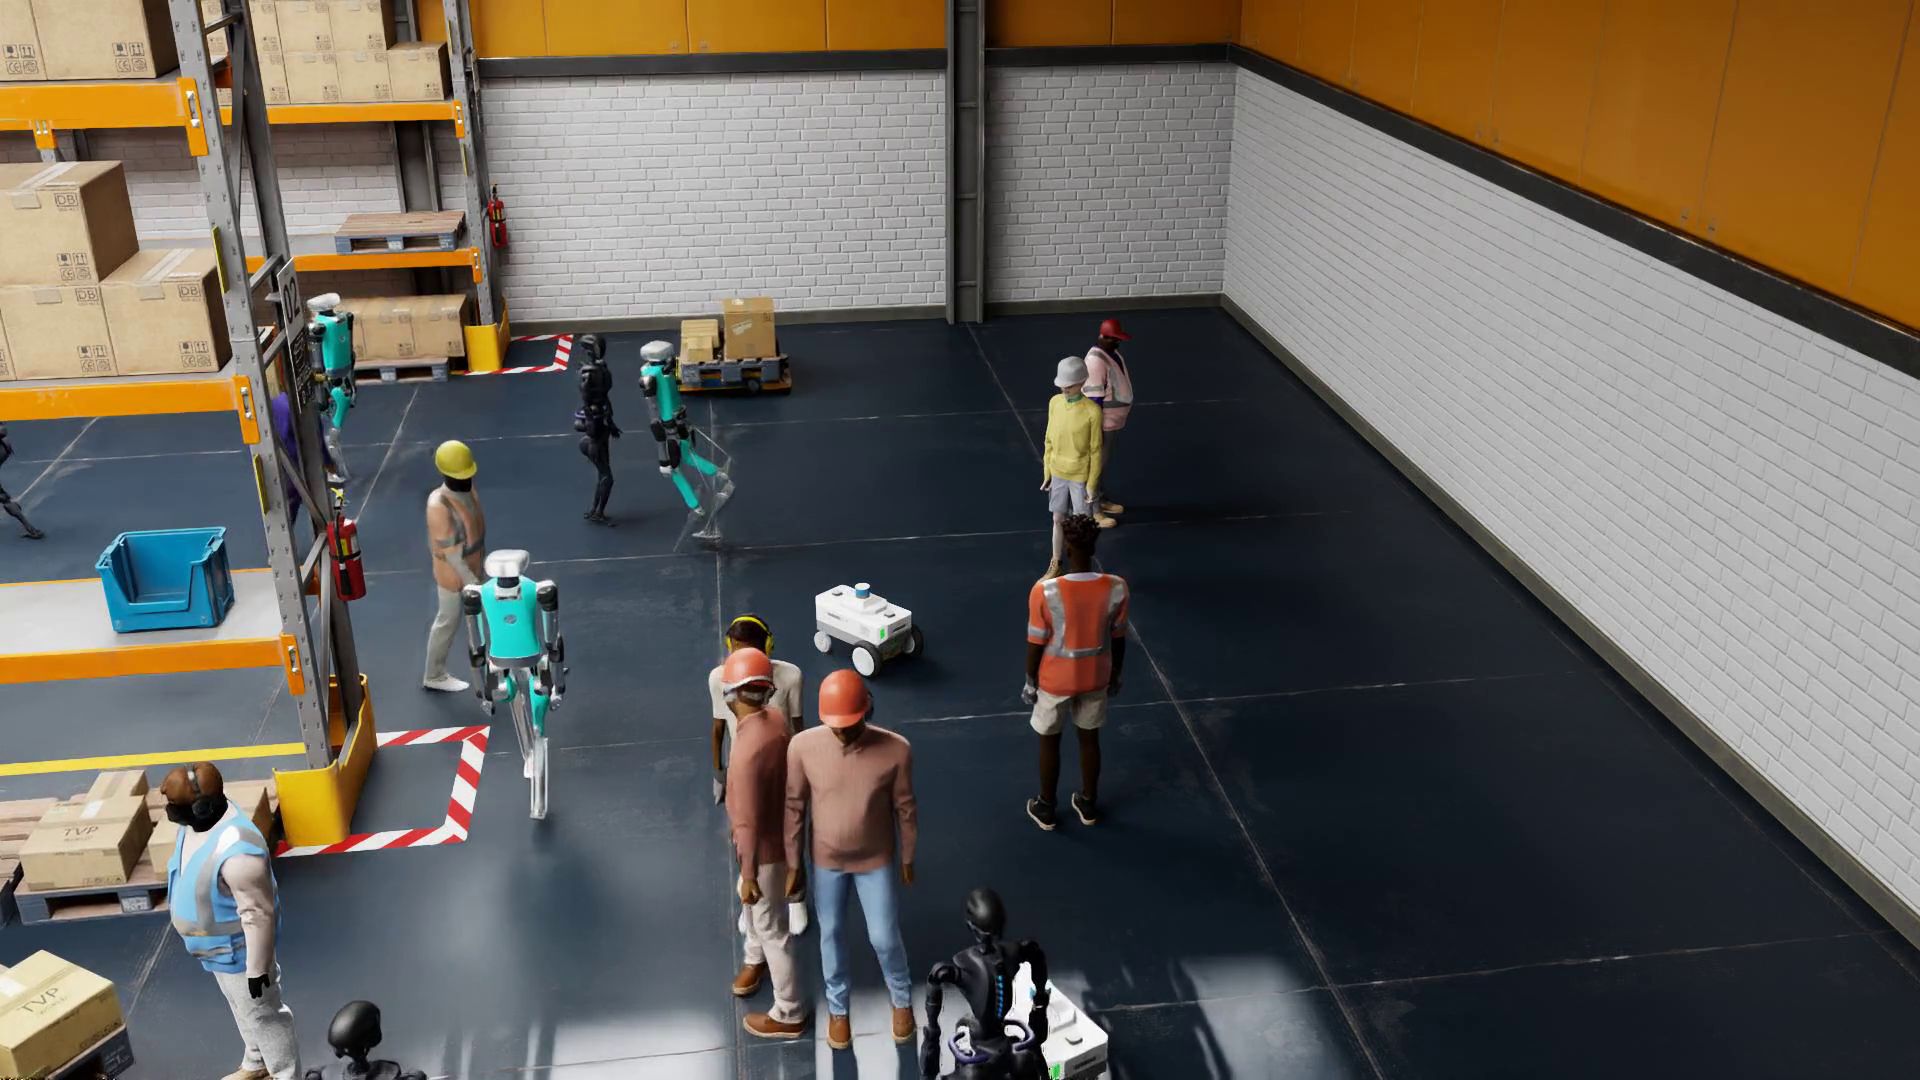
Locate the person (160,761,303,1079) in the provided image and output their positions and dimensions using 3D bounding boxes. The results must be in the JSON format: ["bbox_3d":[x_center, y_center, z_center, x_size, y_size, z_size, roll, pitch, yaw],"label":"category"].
[{"bbox_3d":[-3.230,1.785,7.377,0.429,1.839,0.633,-20,30,-37],"label":"person"}]

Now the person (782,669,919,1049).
[{"bbox_3d":[-0.509,1.498,7.856,0.623,1.978,0.451,3,24,8],"label":"person"}]

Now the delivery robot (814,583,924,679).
[{"bbox_3d":[-0.661,0.608,11.680,0.811,0.613,0.499,20,30,37],"label":"delivery robot"}]

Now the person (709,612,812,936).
[{"bbox_3d":[-1.028,1.218,8.653,0.524,1.855,0.339,0,24,1],"label":"person"}]

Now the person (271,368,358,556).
[{"bbox_3d":[-5.222,-0.634,13.219,0.466,1.557,0.854,19,30,36],"label":"person"}]

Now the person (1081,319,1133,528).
[{"bbox_3d":[1.214,-0.985,13.799,0.419,1.750,0.600,8,25,17],"label":"person"}]

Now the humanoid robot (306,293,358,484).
[{"bbox_3d":[-5.589,-1.238,14.480,0.745,1.858,0.541,7,25,15],"label":"humanoid robot"}]

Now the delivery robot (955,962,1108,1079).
[{"bbox_3d":[0.342,2.310,7.795,0.523,0.609,0.780,-15,28,-30],"label":"delivery robot"}]

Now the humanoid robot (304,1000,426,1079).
[{"bbox_3d":[-2.120,2.388,6.233,0.599,1.628,0.727,3,24,7],"label":"humanoid robot"}]

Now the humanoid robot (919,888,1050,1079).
[{"bbox_3d":[0.099,2.136,6.774,0.592,1.650,0.323,-10,26,-22],"label":"humanoid robot"}]

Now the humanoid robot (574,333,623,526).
[{"bbox_3d":[-3.009,-0.908,13.728,0.362,1.656,0.589,2,24,4],"label":"humanoid robot"}]

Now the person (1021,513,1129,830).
[{"bbox_3d":[0.656,0.772,9.553,0.624,1.949,0.391,-7,25,-16],"label":"person"}]

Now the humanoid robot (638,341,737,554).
[{"bbox_3d":[-2.085,-0.661,13.159,0.782,1.839,0.565,5,24,11],"label":"humanoid robot"}]

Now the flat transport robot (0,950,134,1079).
[{"bbox_3d":[-4.457,2.630,7.404,1.431,0.231,0.659,12,26,26],"label":"flat transport robot"}]

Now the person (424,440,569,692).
[{"bbox_3d":[-3.202,0.209,10.936,1.015,1.855,0.585,4,24,10],"label":"person"}]

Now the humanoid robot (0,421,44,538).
[{"bbox_3d":[-7.933,-0.770,13.457,0.748,1.630,0.609,3,24,7],"label":"humanoid robot"}]

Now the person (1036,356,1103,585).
[{"bbox_3d":[0.839,-0.487,12.500,0.474,1.885,0.396,15,28,31],"label":"person"}]

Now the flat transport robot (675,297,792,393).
[{"bbox_3d":[-2.490,-1.727,17.332,1.431,0.231,0.659,-3,24,-7],"label":"flat transport robot"}]

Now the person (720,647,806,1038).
[{"bbox_3d":[-0.958,1.458,7.989,0.435,1.952,0.642,0,24,0],"label":"person"}]

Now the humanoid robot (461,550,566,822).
[{"bbox_3d":[-2.578,0.777,9.818,0.536,1.743,1.021,-4,24,-9],"label":"humanoid robot"}]
